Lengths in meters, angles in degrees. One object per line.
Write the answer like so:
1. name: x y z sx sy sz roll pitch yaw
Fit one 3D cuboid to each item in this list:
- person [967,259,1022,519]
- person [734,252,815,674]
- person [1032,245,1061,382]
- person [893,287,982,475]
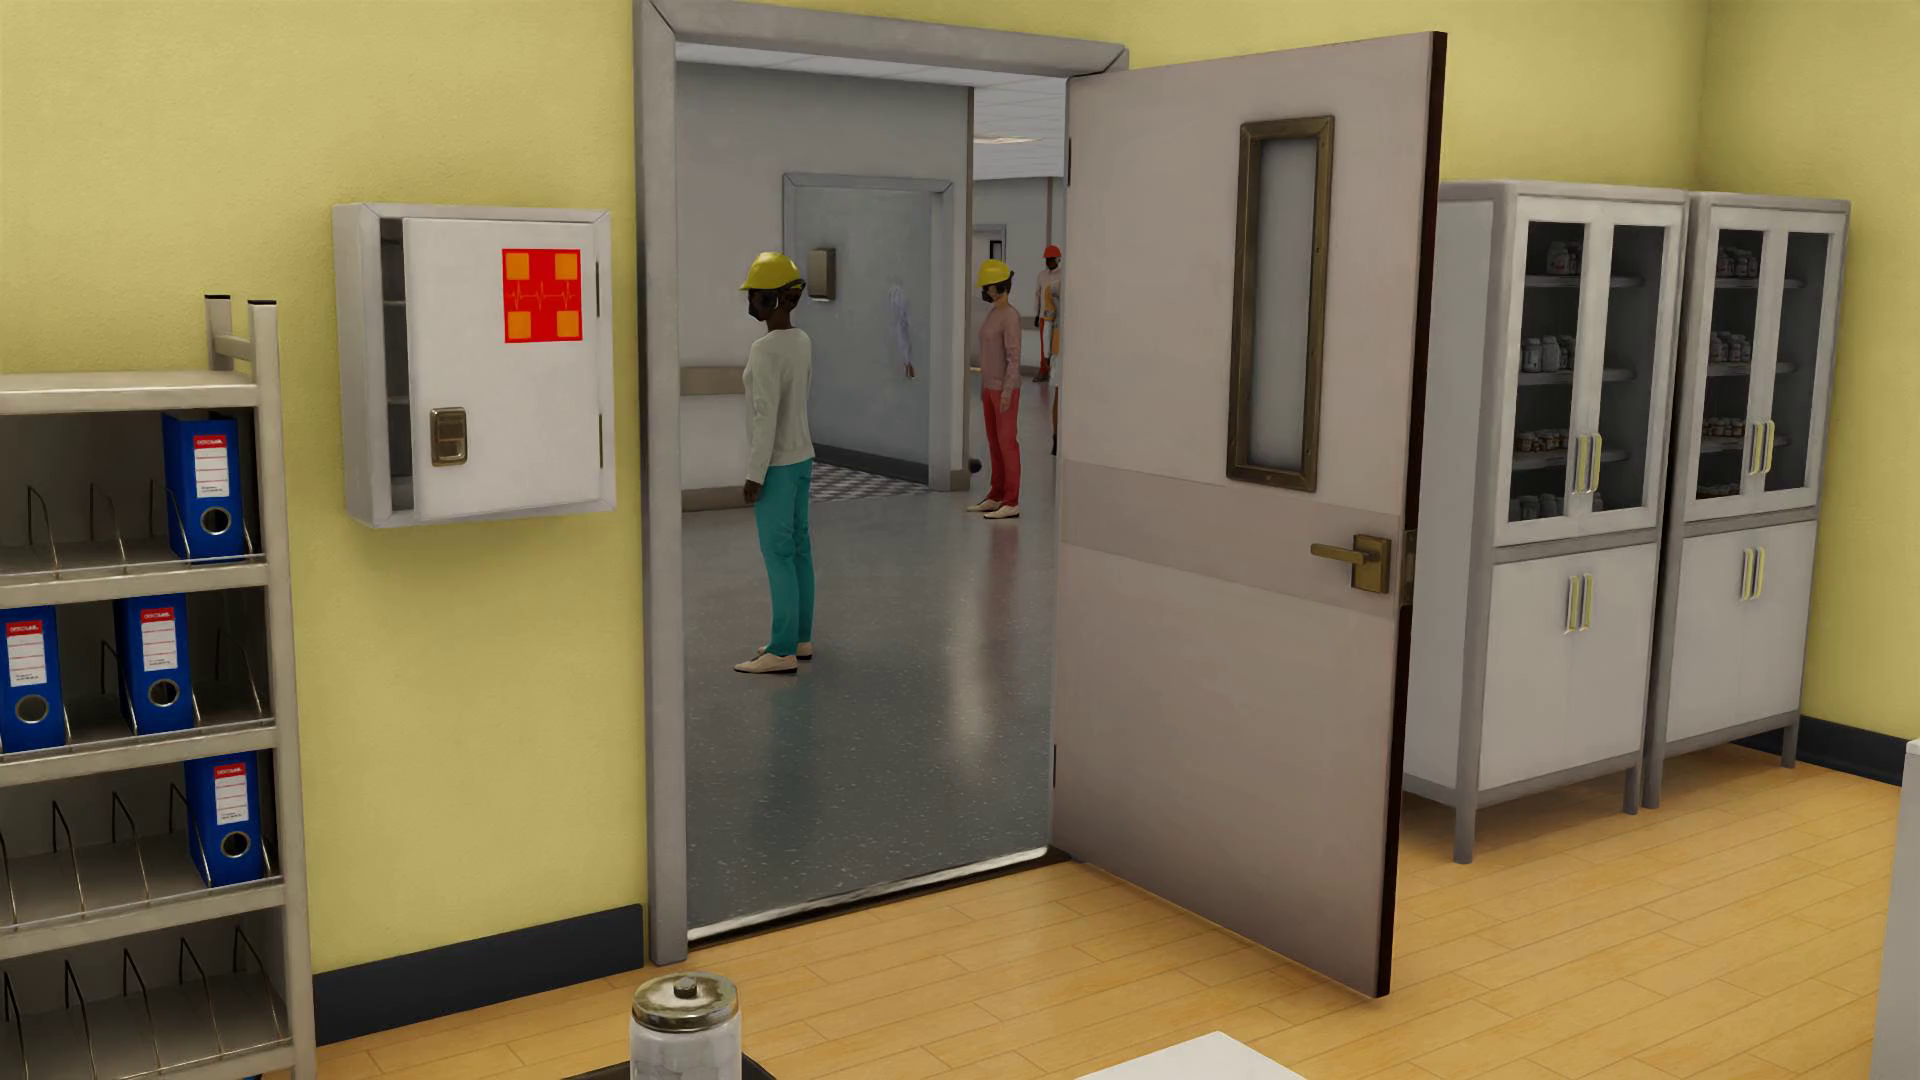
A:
1. person: 0.246 -1.023 11.345 0.328 1.759 0.524 -2 10 -18
2. person: -0.781 -0.319 7.023 0.311 1.769 0.525 3 10 12
3. person: 1.335 -3.271 24.161 0.623 1.992 0.396 8 12 35
4. person: -0.251 -1.428 13.280 0.610 1.895 1.021 -7 13 -40
